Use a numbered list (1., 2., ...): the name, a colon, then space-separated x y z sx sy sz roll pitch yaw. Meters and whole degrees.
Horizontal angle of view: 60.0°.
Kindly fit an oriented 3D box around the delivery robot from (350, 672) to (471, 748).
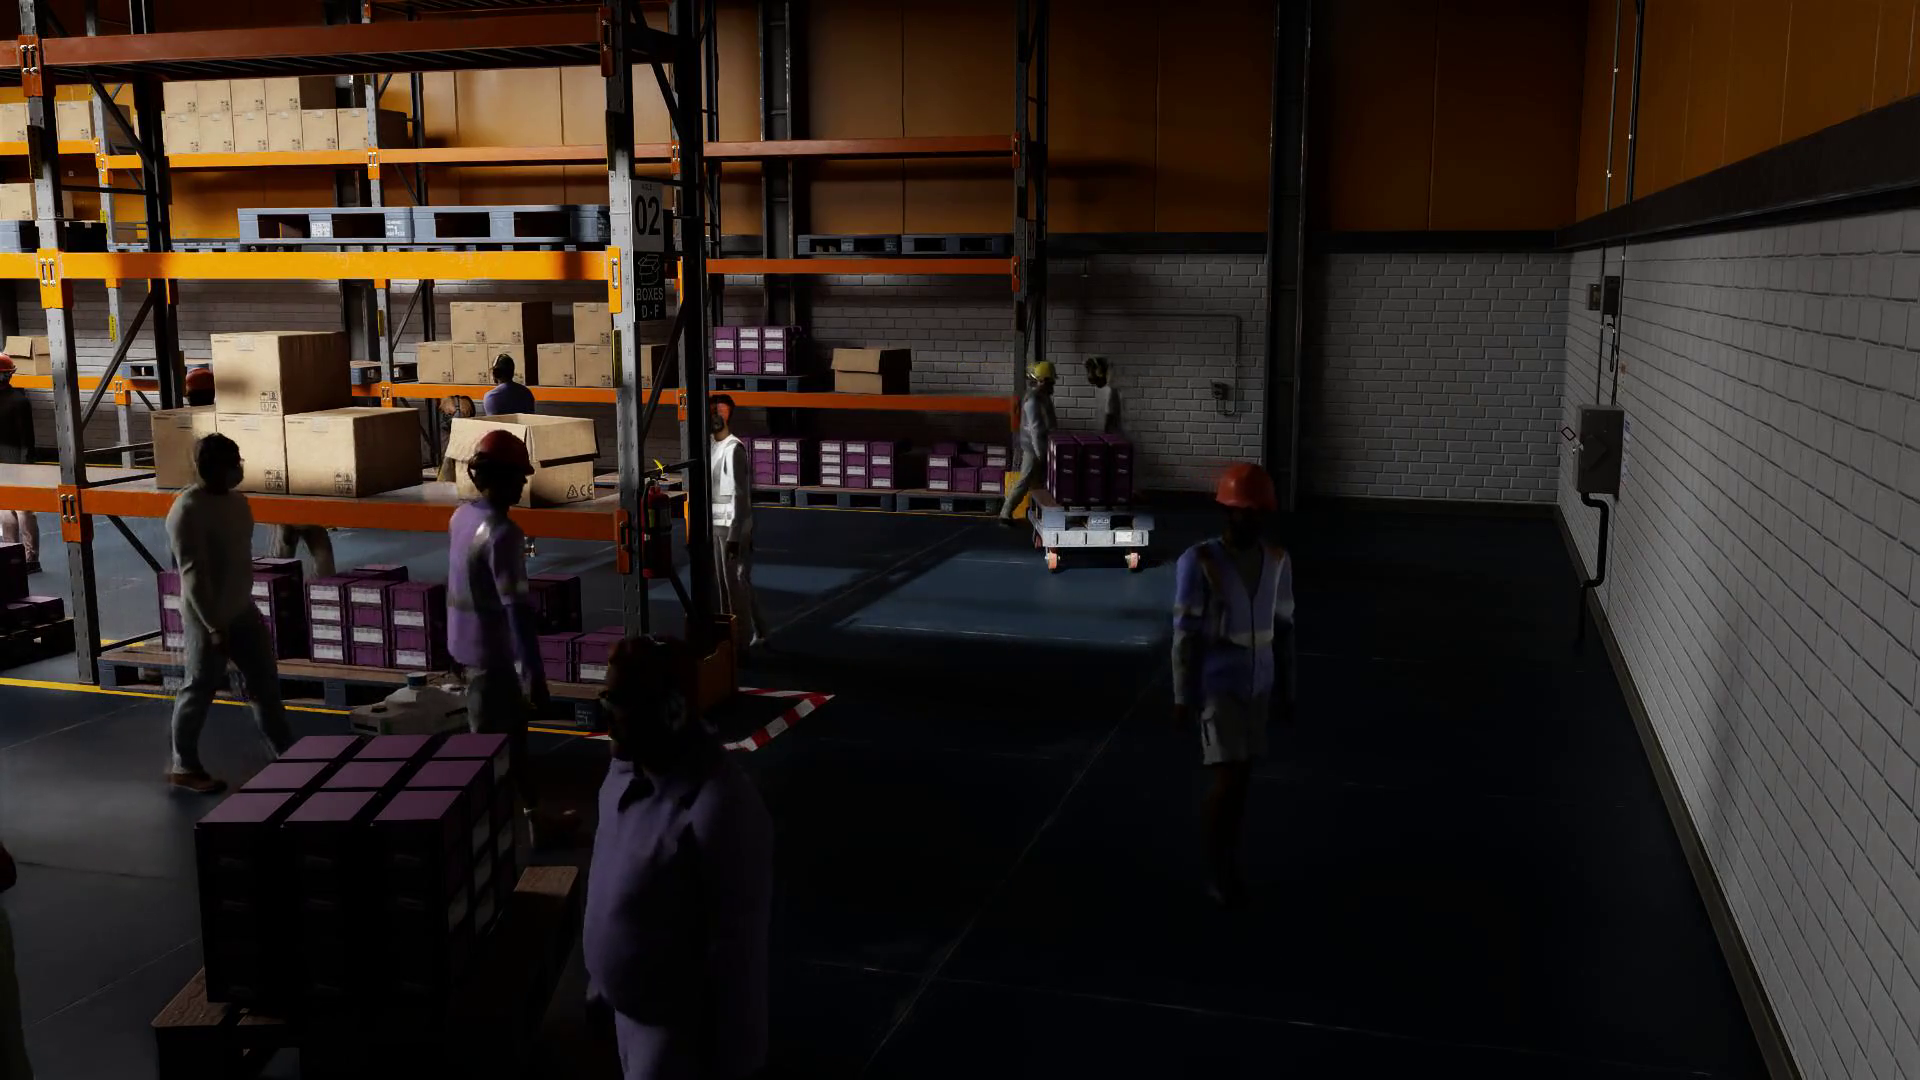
1. delivery robot: -2.911 0.957 8.961 0.477 0.478 0.707 6 11 31

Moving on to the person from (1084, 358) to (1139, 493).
1. person: 1.546 -0.998 17.372 0.969 1.807 0.498 -3 10 -18

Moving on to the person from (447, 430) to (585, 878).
1. person: -2.011 0.511 7.568 0.809 1.995 0.707 -6 11 -32

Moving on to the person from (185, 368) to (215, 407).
1. person: -6.074 -0.421 13.453 0.364 1.935 0.548 -8 12 -39

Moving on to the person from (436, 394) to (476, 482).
1. person: -3.559 -0.131 11.999 0.429 1.837 0.621 -3 10 -15

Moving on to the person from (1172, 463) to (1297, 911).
1. person: 1.204 0.633 7.053 0.569 1.924 0.496 -5 10 -26

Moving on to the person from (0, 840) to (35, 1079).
1. person: -2.135 1.345 3.601 0.281 1.634 0.498 -4 10 -24

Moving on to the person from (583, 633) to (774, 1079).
1. person: -0.718 1.151 4.025 0.433 1.893 0.652 -5 11 -28

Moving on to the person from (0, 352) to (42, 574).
1. person: -8.499 -0.678 14.838 0.608 1.995 0.376 5 11 27

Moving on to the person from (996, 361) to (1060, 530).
1. person: 0.815 -0.973 17.297 0.936 1.777 0.603 3 10 18

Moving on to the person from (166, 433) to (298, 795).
1. person: -3.744 0.402 8.571 0.877 1.900 0.646 2 9 10

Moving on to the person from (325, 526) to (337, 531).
1. person: -6.612 -1.011 17.329 0.429 1.842 0.635 2 9 9

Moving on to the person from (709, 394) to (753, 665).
1. person: -1.610 -0.067 11.453 0.360 1.882 0.575 -3 10 -20

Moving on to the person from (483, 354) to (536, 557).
1. person: -4.212 -0.767 15.552 0.352 1.937 0.635 4 10 23

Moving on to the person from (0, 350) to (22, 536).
1. person: -9.731 -0.979 16.924 0.499 1.909 0.597 -1 9 -4

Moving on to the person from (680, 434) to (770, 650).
1. person: -1.669 0.019 11.788 0.514 1.605 0.548 7 11 35

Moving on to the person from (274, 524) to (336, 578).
1. person: -5.016 -0.117 12.645 0.883 1.593 0.532 4 10 23
